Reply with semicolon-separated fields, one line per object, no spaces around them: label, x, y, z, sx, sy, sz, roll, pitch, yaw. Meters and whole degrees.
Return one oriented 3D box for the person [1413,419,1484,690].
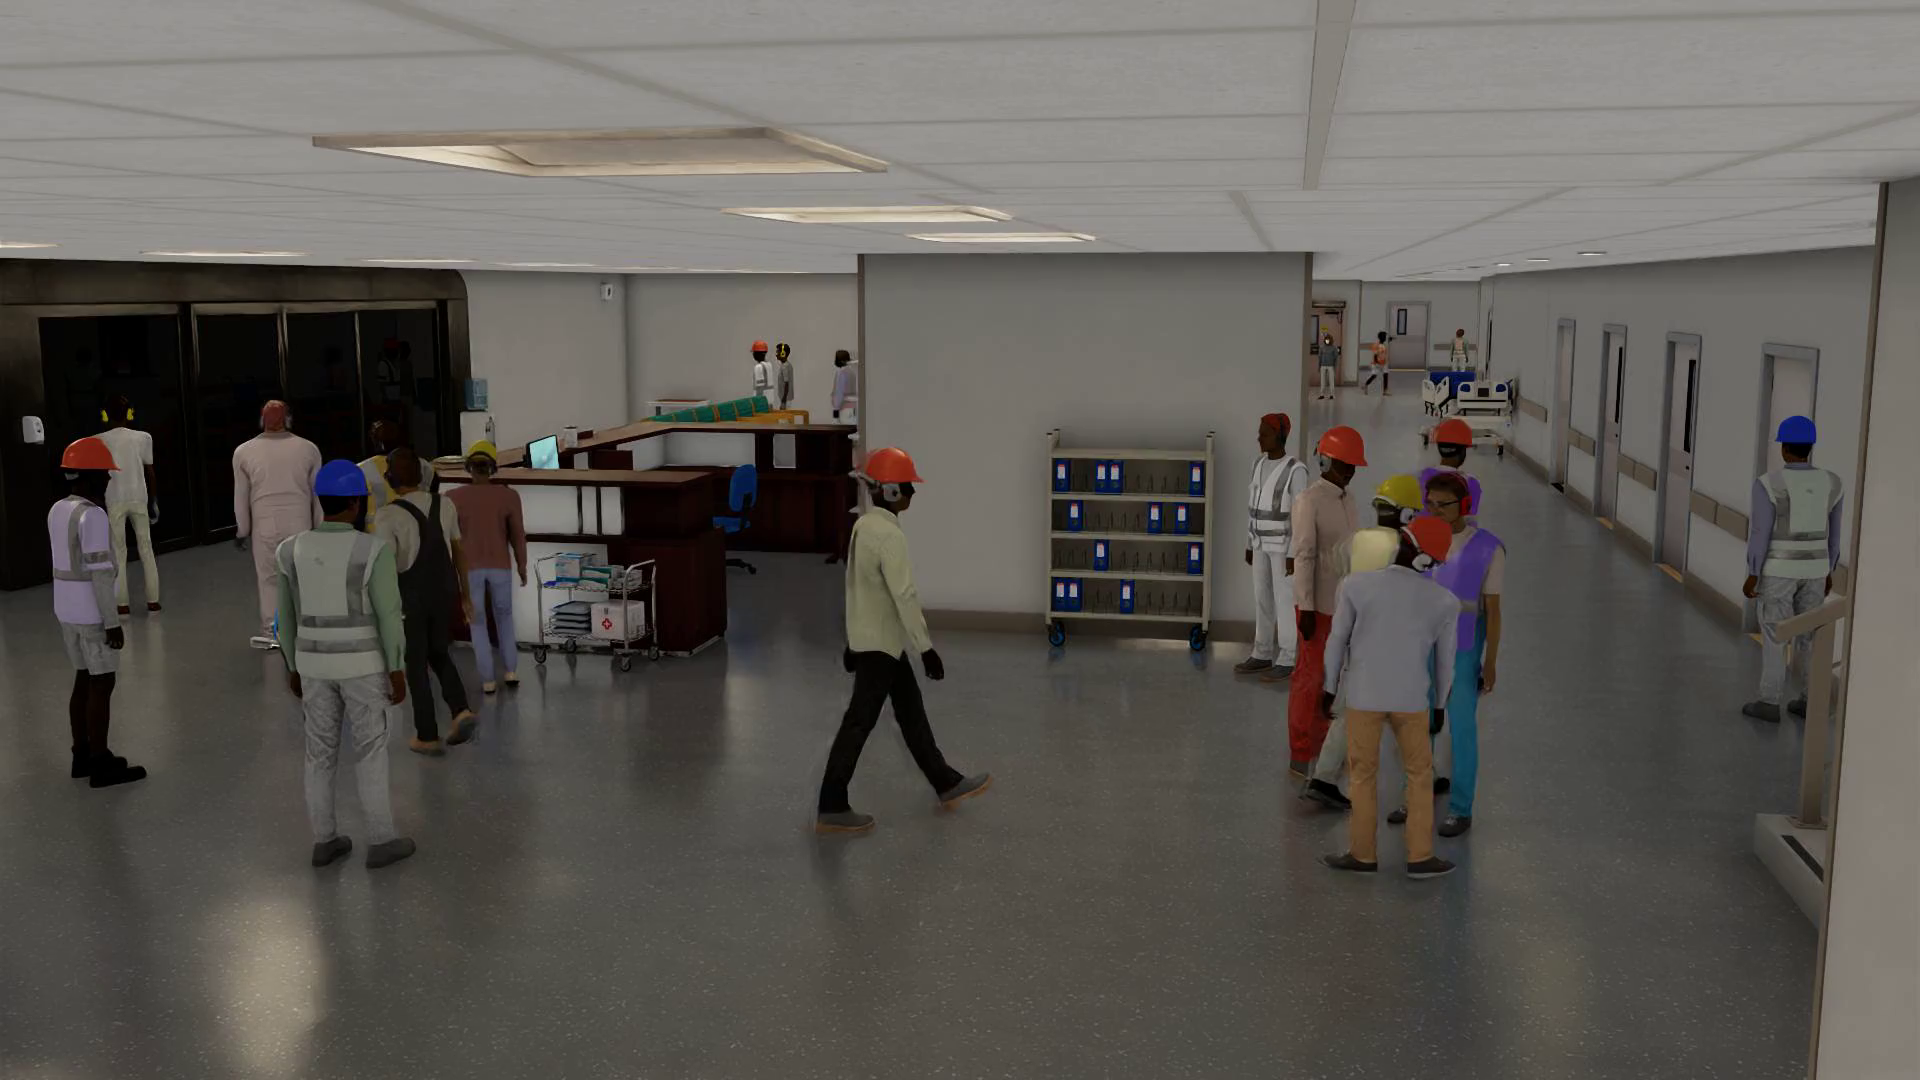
person;3.208;0.135;11.133;0.979;1.891;0.539;-8;12;-44

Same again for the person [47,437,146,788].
person;-4.805;0.395;9.243;0.549;1.928;0.389;7;11;41

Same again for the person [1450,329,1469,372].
person;13.996;-5.093;46.605;0.514;1.641;0.307;5;10;31

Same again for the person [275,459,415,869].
person;-2.909;0.588;7.894;0.614;1.943;0.409;2;9;10

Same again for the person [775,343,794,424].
person;-2.862;-2.257;27.028;0.328;1.872;0.514;-1;9;-3

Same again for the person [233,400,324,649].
person;-5.190;-0.111;12.692;0.682;1.904;0.400;-4;9;-25

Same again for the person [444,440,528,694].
person;-3.221;0.188;11.262;0.566;1.727;0.371;-4;9;-24

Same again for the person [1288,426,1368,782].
person;2.071;0.353;9.324;0.392;1.985;0.610;7;11;38

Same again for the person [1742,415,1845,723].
person;5.264;0.186;10.550;0.608;1.946;0.406;-1;9;-7

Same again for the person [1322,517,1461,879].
person;2.008;0.737;7.739;0.647;1.699;0.352;0;9;2

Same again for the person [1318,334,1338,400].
person;9.150;-4.304;41.392;0.500;1.633;0.280;5;10;29

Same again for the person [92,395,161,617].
person;-7.011;-0.287;13.975;0.518;1.865;0.330;-6;10;-34

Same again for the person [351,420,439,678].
person;-4.000;0.062;11.785;0.432;1.827;0.663;8;12;44

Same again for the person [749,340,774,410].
person;-3.146;-2.193;26.377;0.379;1.938;0.547;2;9;14

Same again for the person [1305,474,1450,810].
person;2.214;0.543;8.782;0.950;1.780;0.598;-6;10;-34

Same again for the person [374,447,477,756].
person;-3.124;0.368;9.740;0.478;1.824;0.559;7;11;40

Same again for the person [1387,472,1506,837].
person;2.465;0.564;8.427;0.567;1.835;0.402;8;12;44

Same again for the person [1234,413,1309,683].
person;2.194;0.050;11.673;0.352;1.883;0.579;-4;10;-26

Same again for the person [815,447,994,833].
person;-0.291;0.508;8.424;1.017;1.941;0.621;-2;9;-12

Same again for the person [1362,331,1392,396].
person;10.809;-4.573;43.044;0.535;1.670;0.780;-6;10;-34
